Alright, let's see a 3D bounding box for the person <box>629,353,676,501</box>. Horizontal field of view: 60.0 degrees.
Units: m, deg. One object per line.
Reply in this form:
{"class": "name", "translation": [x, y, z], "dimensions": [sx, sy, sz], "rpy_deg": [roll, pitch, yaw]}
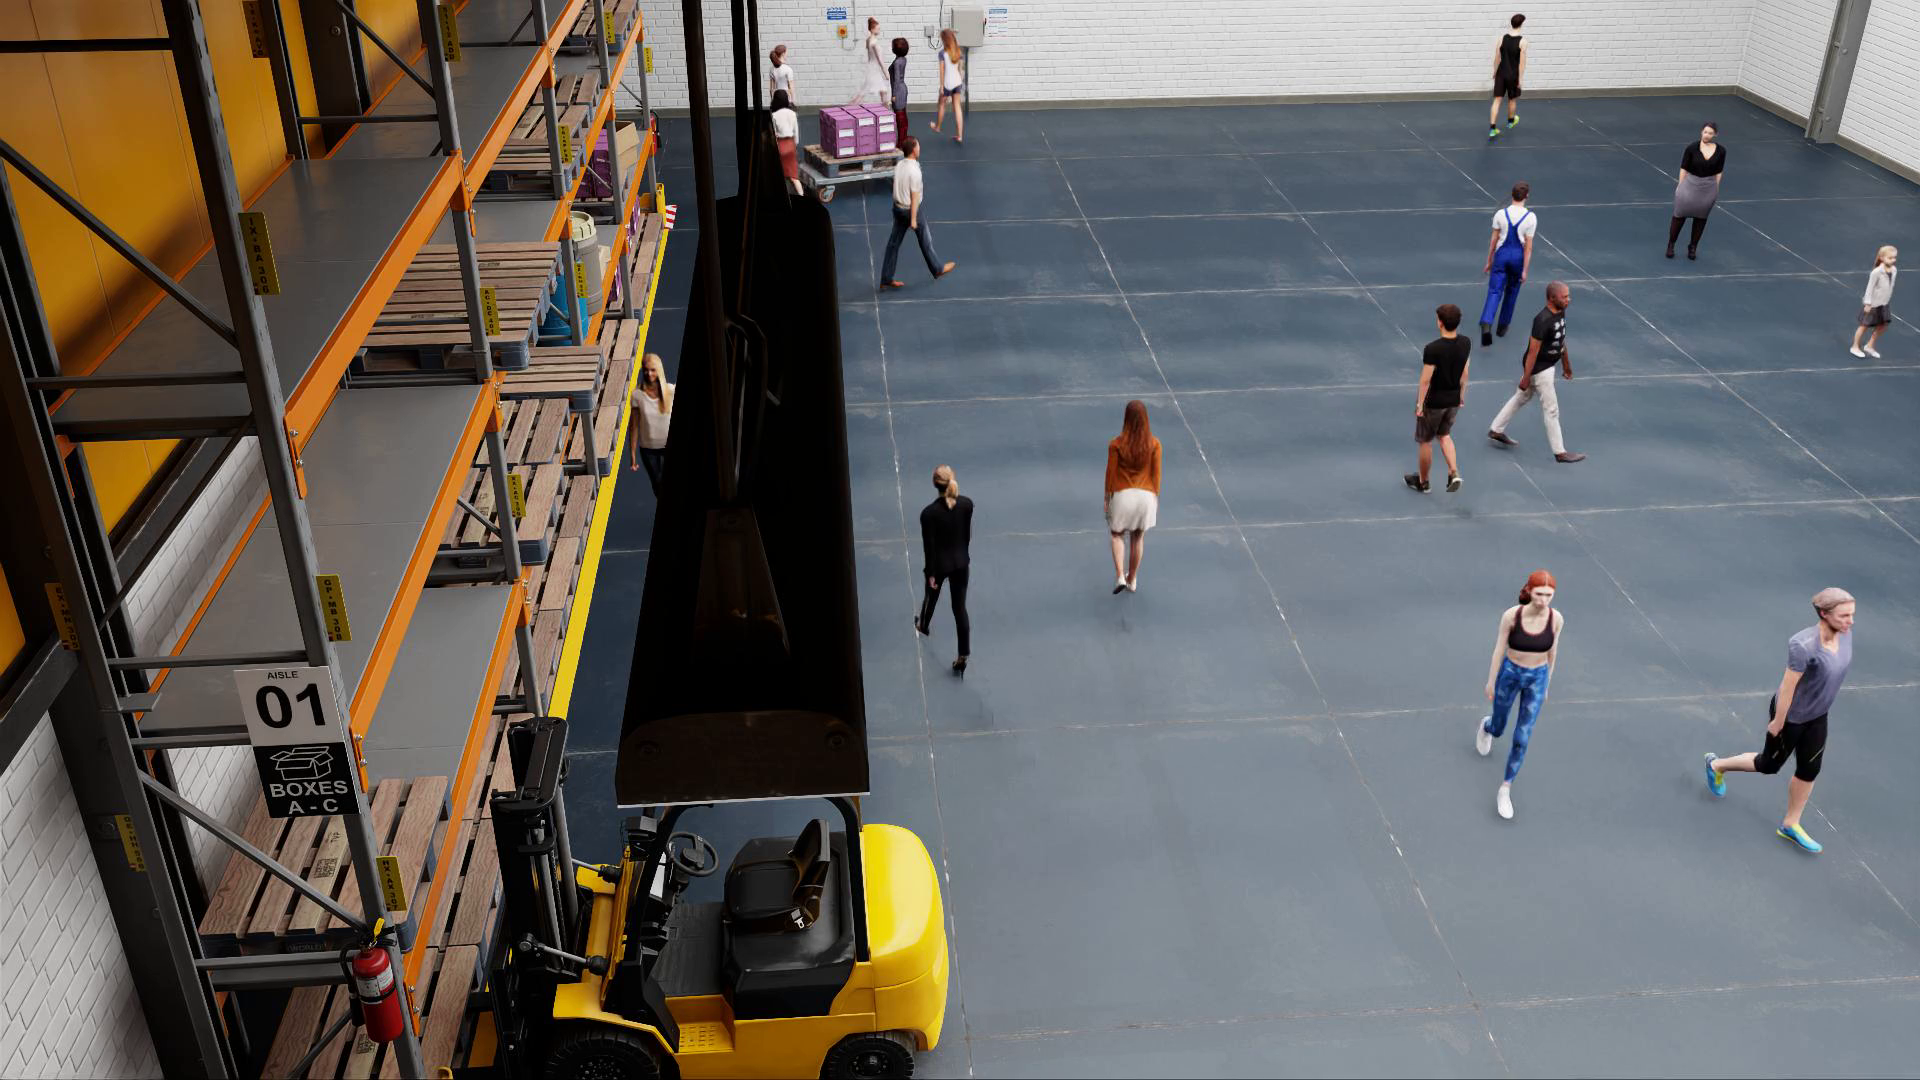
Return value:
{"class": "person", "translation": [-2.585, -0.796, 14.388], "dimensions": [0.654, 1.765, 1.138], "rpy_deg": [-1, 29, -2]}

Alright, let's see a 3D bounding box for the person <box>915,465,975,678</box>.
{"class": "person", "translation": [-0.048, 0.267, 12.542], "dimensions": [0.824, 1.666, 1.109], "rpy_deg": [-11, 31, -20]}

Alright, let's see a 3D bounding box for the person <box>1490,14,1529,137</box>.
{"class": "person", "translation": [8.583, -7.267, 26.174], "dimensions": [1.166, 1.839, 1.257], "rpy_deg": [20, 34, 32]}

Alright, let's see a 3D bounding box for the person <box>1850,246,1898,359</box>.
{"class": "person", "translation": [10.032, -2.636, 18.283], "dimensions": [0.560, 1.265, 0.596], "rpy_deg": [-7, 29, -13]}

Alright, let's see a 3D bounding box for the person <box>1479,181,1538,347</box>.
{"class": "person", "translation": [6.045, -3.024, 18.415], "dimensions": [1.056, 1.820, 1.301], "rpy_deg": [13, 31, 22]}

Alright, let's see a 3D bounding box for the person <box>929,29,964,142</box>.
{"class": "person", "translation": [-0.090, -7.049, 25.943], "dimensions": [0.933, 1.676, 1.136], "rpy_deg": [-17, 33, -28]}

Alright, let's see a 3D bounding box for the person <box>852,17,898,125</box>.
{"class": "person", "translation": [-1.492, -7.340, 26.422], "dimensions": [0.695, 1.729, 1.121], "rpy_deg": [-6, 29, -10]}

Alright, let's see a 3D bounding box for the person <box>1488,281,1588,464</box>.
{"class": "person", "translation": [5.469, -1.628, 15.934], "dimensions": [1.217, 1.746, 1.228], "rpy_deg": [18, 33, 30]}

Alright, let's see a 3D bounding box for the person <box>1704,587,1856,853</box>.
{"class": "person", "translation": [5.383, 1.094, 10.826], "dimensions": [0.942, 1.859, 1.220], "rpy_deg": [-14, 32, -24]}

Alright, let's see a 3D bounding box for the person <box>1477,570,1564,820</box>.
{"class": "person", "translation": [3.743, 0.951, 11.179], "dimensions": [0.697, 1.770, 1.057], "rpy_deg": [3, 29, 5]}

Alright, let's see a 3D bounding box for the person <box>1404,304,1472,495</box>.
{"class": "person", "translation": [4.415, -1.228, 15.091], "dimensions": [0.821, 1.850, 0.970], "rpy_deg": [-11, 30, -19]}

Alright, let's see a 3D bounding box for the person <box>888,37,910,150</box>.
{"class": "person", "translation": [-0.927, -6.852, 25.546], "dimensions": [0.707, 1.712, 0.575], "rpy_deg": [7, 29, 13]}

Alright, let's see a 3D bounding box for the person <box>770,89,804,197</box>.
{"class": "person", "translation": [-2.323, -5.169, 22.466], "dimensions": [0.981, 1.705, 1.214], "rpy_deg": [-18, 33, -30]}

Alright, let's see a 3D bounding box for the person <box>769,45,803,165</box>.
{"class": "person", "translation": [-2.643, -6.495, 24.849], "dimensions": [0.651, 1.751, 0.674], "rpy_deg": [12, 31, 21]}

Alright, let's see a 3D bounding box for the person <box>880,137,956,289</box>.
{"class": "person", "translation": [-0.723, -3.890, 20.015], "dimensions": [1.108, 1.808, 1.263], "rpy_deg": [-16, 32, -27]}

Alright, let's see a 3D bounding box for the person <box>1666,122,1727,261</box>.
{"class": "person", "translation": [9.330, -4.429, 21.056], "dimensions": [0.747, 1.757, 0.745], "rpy_deg": [8, 30, 14]}

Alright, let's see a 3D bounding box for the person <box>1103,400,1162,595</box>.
{"class": "person", "translation": [1.416, -0.284, 13.513], "dimensions": [0.650, 1.704, 0.808], "rpy_deg": [1, 29, 1]}
